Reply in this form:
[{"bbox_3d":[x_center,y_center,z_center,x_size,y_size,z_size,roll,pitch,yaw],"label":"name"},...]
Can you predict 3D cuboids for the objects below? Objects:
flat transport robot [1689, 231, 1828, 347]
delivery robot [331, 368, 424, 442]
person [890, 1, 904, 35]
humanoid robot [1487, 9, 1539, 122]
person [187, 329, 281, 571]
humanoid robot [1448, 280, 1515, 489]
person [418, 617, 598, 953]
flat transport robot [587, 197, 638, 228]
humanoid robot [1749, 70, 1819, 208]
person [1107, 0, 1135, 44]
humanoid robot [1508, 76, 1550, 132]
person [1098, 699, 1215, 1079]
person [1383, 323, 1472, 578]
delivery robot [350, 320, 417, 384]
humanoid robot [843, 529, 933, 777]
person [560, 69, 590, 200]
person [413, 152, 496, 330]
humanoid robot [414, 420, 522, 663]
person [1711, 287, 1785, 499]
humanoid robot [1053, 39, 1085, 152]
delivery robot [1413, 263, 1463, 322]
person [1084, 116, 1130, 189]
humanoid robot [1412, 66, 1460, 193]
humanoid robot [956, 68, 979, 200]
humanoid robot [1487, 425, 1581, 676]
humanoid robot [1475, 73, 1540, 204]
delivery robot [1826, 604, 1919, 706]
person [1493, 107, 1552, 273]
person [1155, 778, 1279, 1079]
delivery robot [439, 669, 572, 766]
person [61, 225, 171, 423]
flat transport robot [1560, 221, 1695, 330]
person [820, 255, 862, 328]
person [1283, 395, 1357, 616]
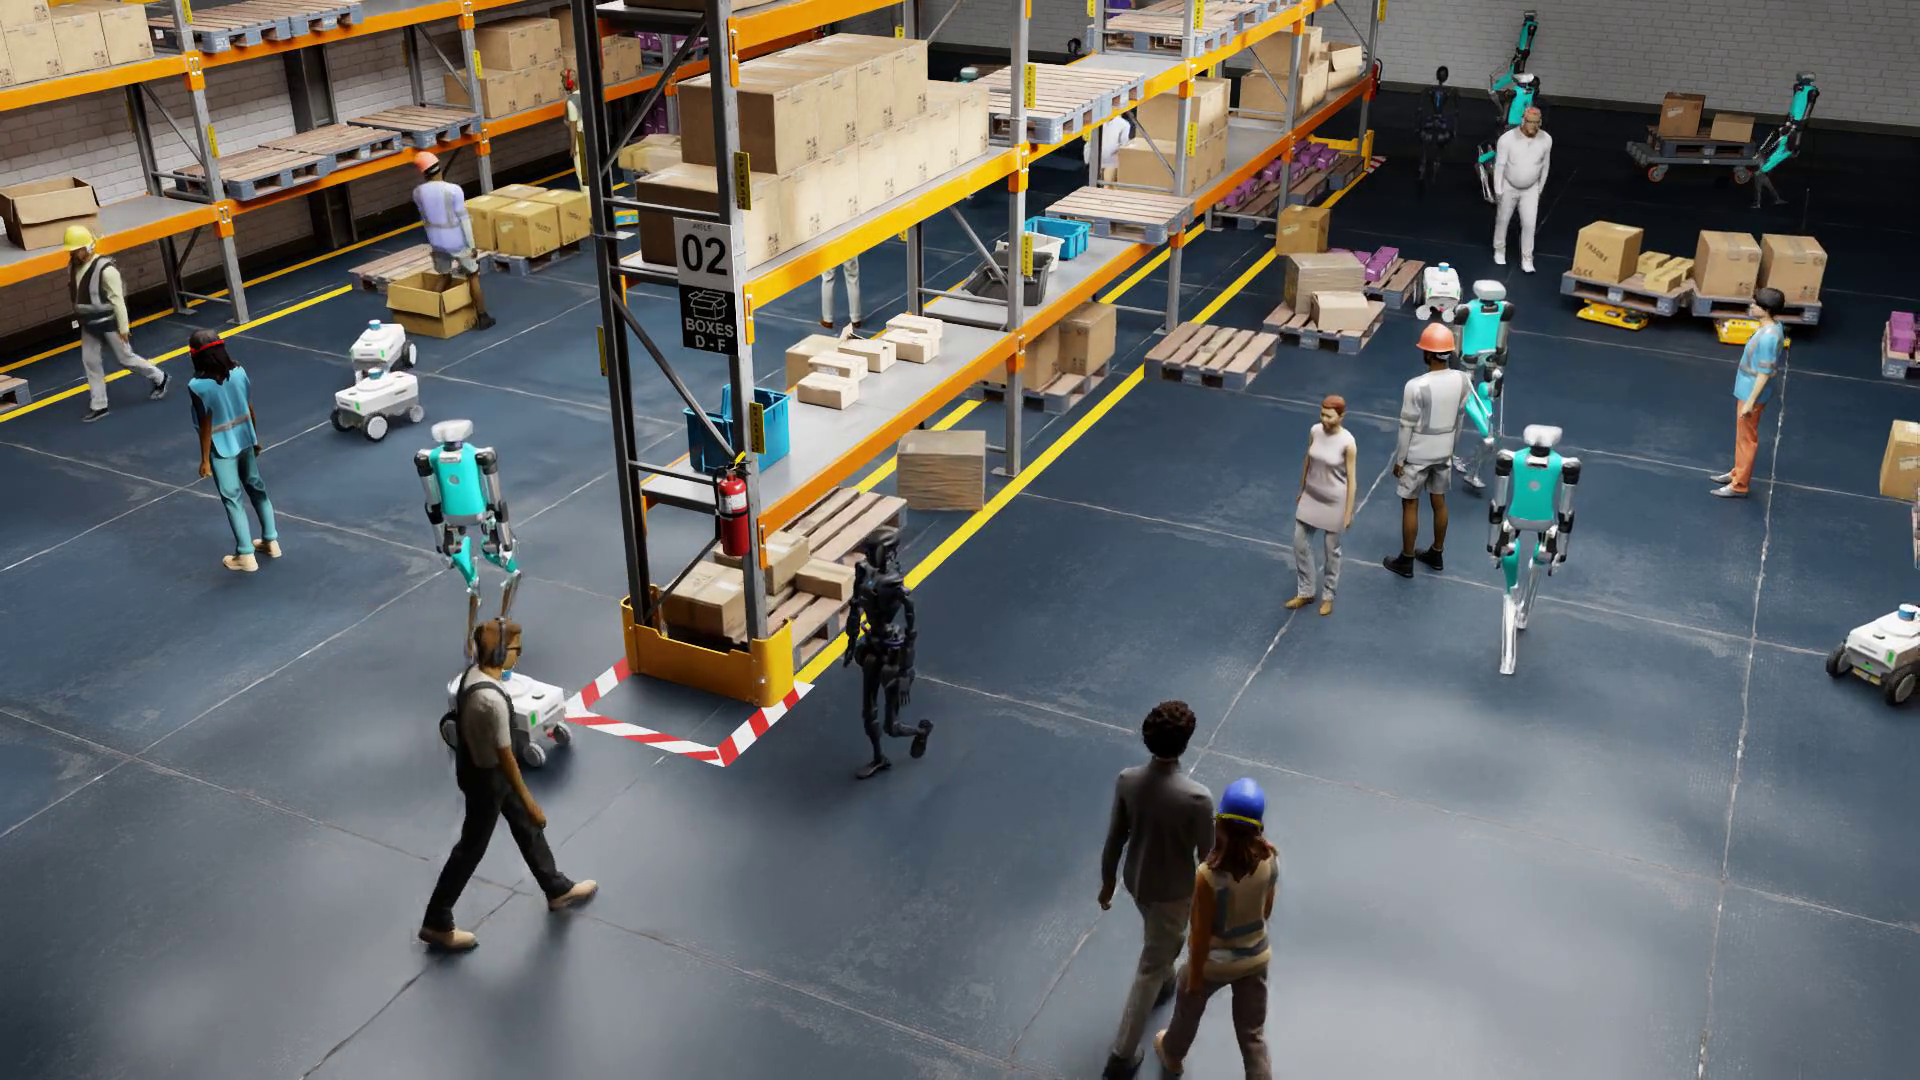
[{"bbox_3d":[8.285,-2.367,17.558,0.659,0.231,1.431,6,27,12],"label":"flat transport robot"},{"bbox_3d":[-5.241,-1.249,14.964,0.499,0.581,0.767,17,31,30],"label":"delivery robot"},{"bbox_3d":[-1.075,-9.372,29.968,0.365,1.825,0.513,2,26,5],"label":"person"},{"bbox_3d":[8.563,-7.418,25.999,0.724,1.694,0.534,3,27,7],"label":"humanoid robot"},{"bbox_3d":[-5.396,-0.663,12.317,0.373,1.865,0.535,12,29,23],"label":"person"},{"bbox_3d":[4.273,-1.200,13.546,0.543,1.773,0.921,-8,27,-15],"label":"humanoid robot"},{"bbox_3d":[-2.427,1.271,8.511,0.957,1.781,0.653,-9,28,-18],"label":"person"},{"bbox_3d":[-4.299,-4.163,21.188,1.431,0.231,0.659,-9,28,-18],"label":"flat transport robot"},{"bbox_3d":[10.572,-5.141,21.582,0.724,1.856,0.542,1,26,1],"label":"humanoid robot"},{"bbox_3d":[2.740,-9.008,29.142,0.680,1.912,0.409,11,28,21],"label":"person"},{"bbox_3d":[7.353,-5.220,21.733,0.609,1.655,0.318,-2,26,-4],"label":"humanoid robot"},{"bbox_3d":[0.918,1.596,7.787,0.495,1.853,0.971,19,32,34],"label":"person"},{"bbox_3d":[3.423,-0.658,12.248,0.541,1.927,0.391,-10,28,-19],"label":"person"},{"bbox_3d":[-5.646,-1.842,16.191,0.499,0.606,0.796,0,26,0],"label":"delivery robot"},{"bbox_3d":[-0.403,0.649,9.879,0.515,1.635,0.601,-23,34,-38],"label":"humanoid robot"},{"bbox_3d":[-4.845,-5.086,21.286,0.375,1.838,0.560,1,26,3],"label":"person"},{"bbox_3d":[-5.271,-3.061,17.153,0.605,1.881,0.536,8,27,16],"label":"person"},{"bbox_3d":[-3.231,-0.039,11.201,0.552,1.798,0.670,1,26,2],"label":"humanoid robot"},{"bbox_3d":[6.421,-1.187,13.492,0.305,1.763,0.507,11,28,21],"label":"person"},{"bbox_3d":[1.704,-6.516,24.420,0.794,1.629,0.587,-18,32,-32],"label":"humanoid robot"},{"bbox_3d":[5.162,-2.683,17.893,0.510,0.611,0.782,5,27,10],"label":"delivery robot"},{"bbox_3d":[1.821,-4.706,20.625,0.572,1.735,0.624,15,30,27],"label":"person"},{"bbox_3d":[6.387,-5.522,22.359,0.602,1.633,0.597,10,28,19],"label":"humanoid robot"},{"bbox_3d":[0.107,-5.211,21.642,0.534,1.717,1.043,2,26,4],"label":"humanoid robot"},{"bbox_3d":[3.858,-0.041,11.278,0.539,1.786,1.022,10,28,19],"label":"humanoid robot"},{"bbox_3d":[7.011,-5.238,21.557,0.531,1.673,0.739,-13,29,-25],"label":"humanoid robot"},{"bbox_3d":[6.197,0.714,11.012,0.789,0.593,0.499,-14,30,-27],"label":"delivery robot"},{"bbox_3d":[6.422,-3.997,19.056,0.659,1.870,0.934,2,26,4],"label":"person"},{"bbox_3d":[1.203,1.857,7.396,0.462,1.724,0.859,-10,28,-19],"label":"person"},{"bbox_3d":[-2.832,1.047,10.354,0.796,0.606,0.499,12,29,23],"label":"delivery robot"},{"bbox_3d":[-7.758,-2.021,15.147,0.593,1.794,0.838,12,29,23],"label":"person"},{"bbox_3d":[7.297,-2.584,17.998,0.659,0.231,1.431,22,34,37],"label":"flat transport robot"},{"bbox_3d":[-1.282,-3.126,17.308,0.570,1.865,0.394,-3,27,-6],"label":"person"},{"bbox_3d":[2.554,-0.247,11.715,0.369,1.647,0.494,-22,34,-37],"label":"person"}]
